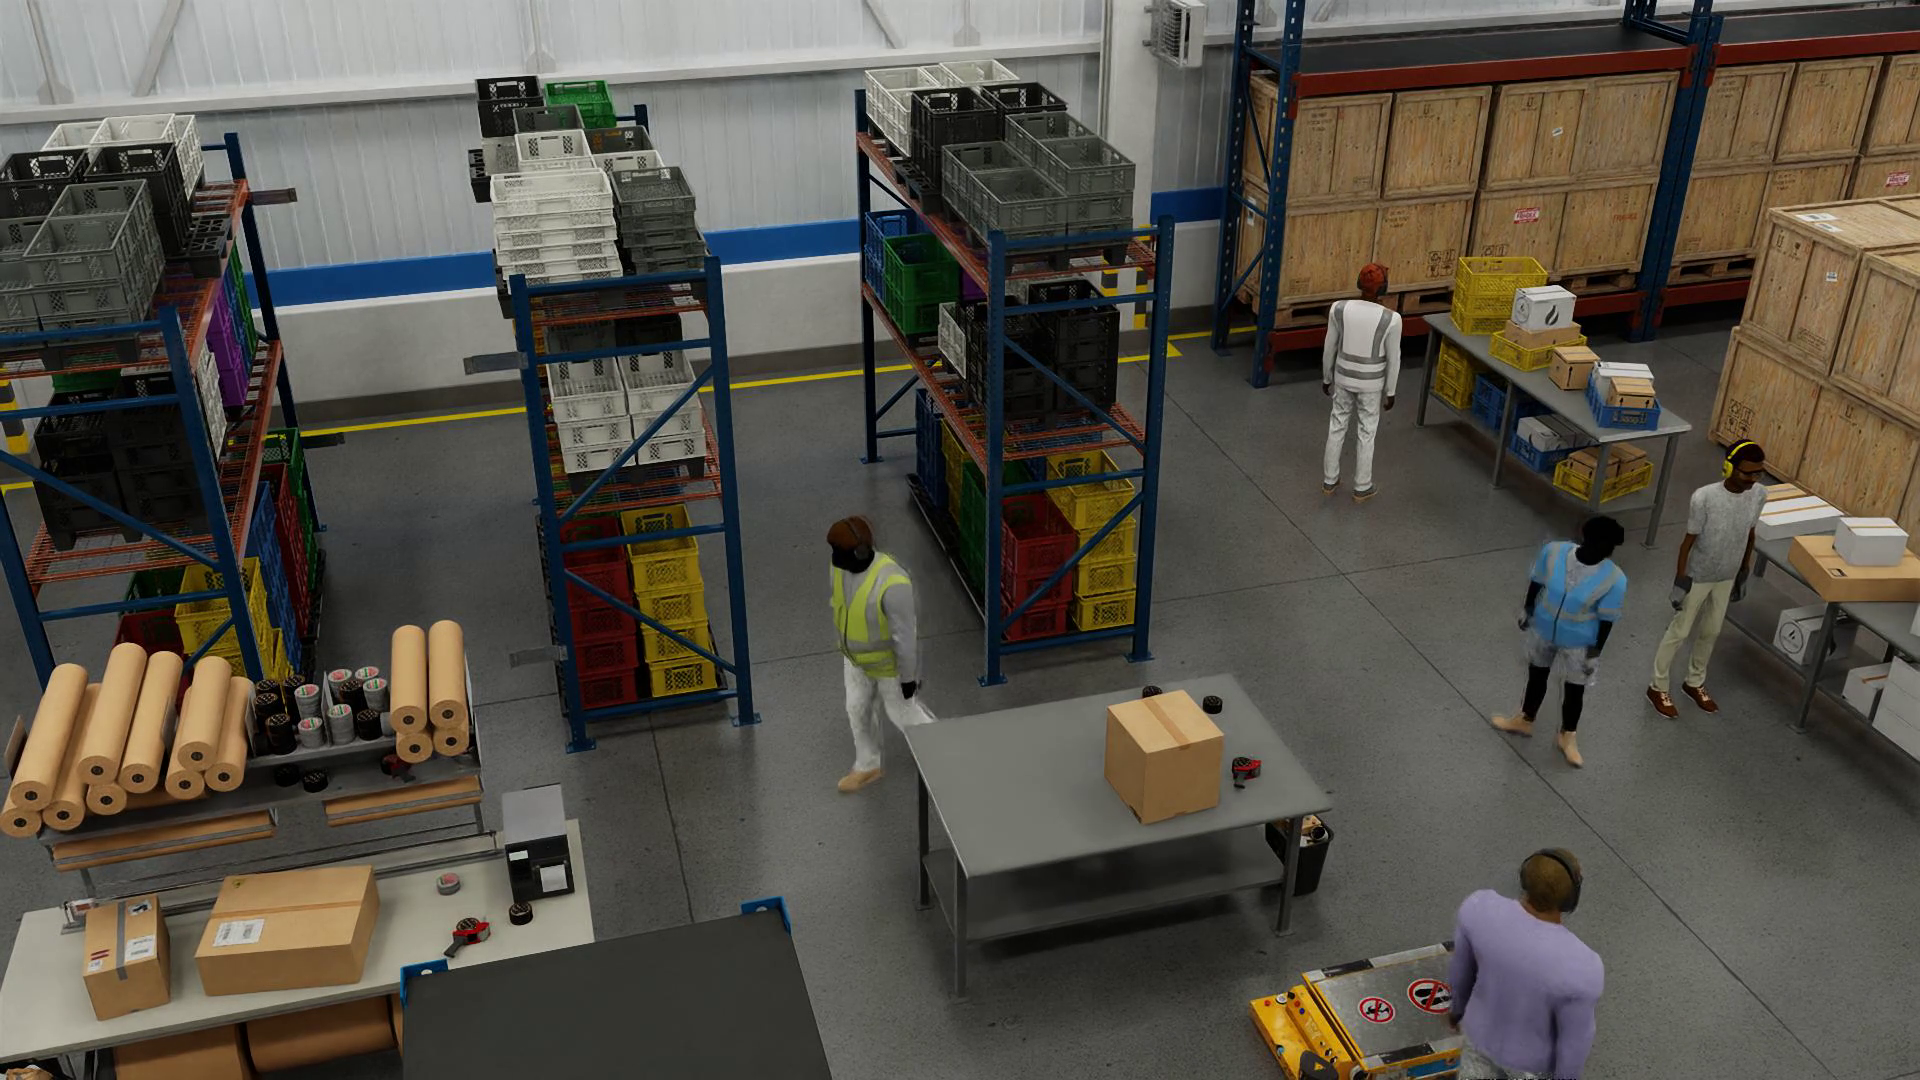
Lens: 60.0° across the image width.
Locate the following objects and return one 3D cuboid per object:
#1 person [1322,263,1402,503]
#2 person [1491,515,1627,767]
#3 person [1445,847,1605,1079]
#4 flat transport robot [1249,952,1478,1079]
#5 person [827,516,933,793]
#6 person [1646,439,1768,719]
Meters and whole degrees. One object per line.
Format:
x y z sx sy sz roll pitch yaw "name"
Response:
3.035 -1.193 12.644 0.584 1.879 0.337 17 33 28 "person"
3.494 0.531 9.729 0.320 1.669 0.652 -26 38 -38 "person"
2.258 2.023 6.760 0.536 1.939 0.630 -23 36 -35 "person"
2.184 2.282 7.980 1.431 0.197 0.652 -8 30 -14 "flat transport robot"
-0.399 0.616 9.447 0.702 1.802 0.643 -24 37 -36 "person"
4.550 0.233 10.078 0.516 1.856 0.316 -6 29 -11 "person"
